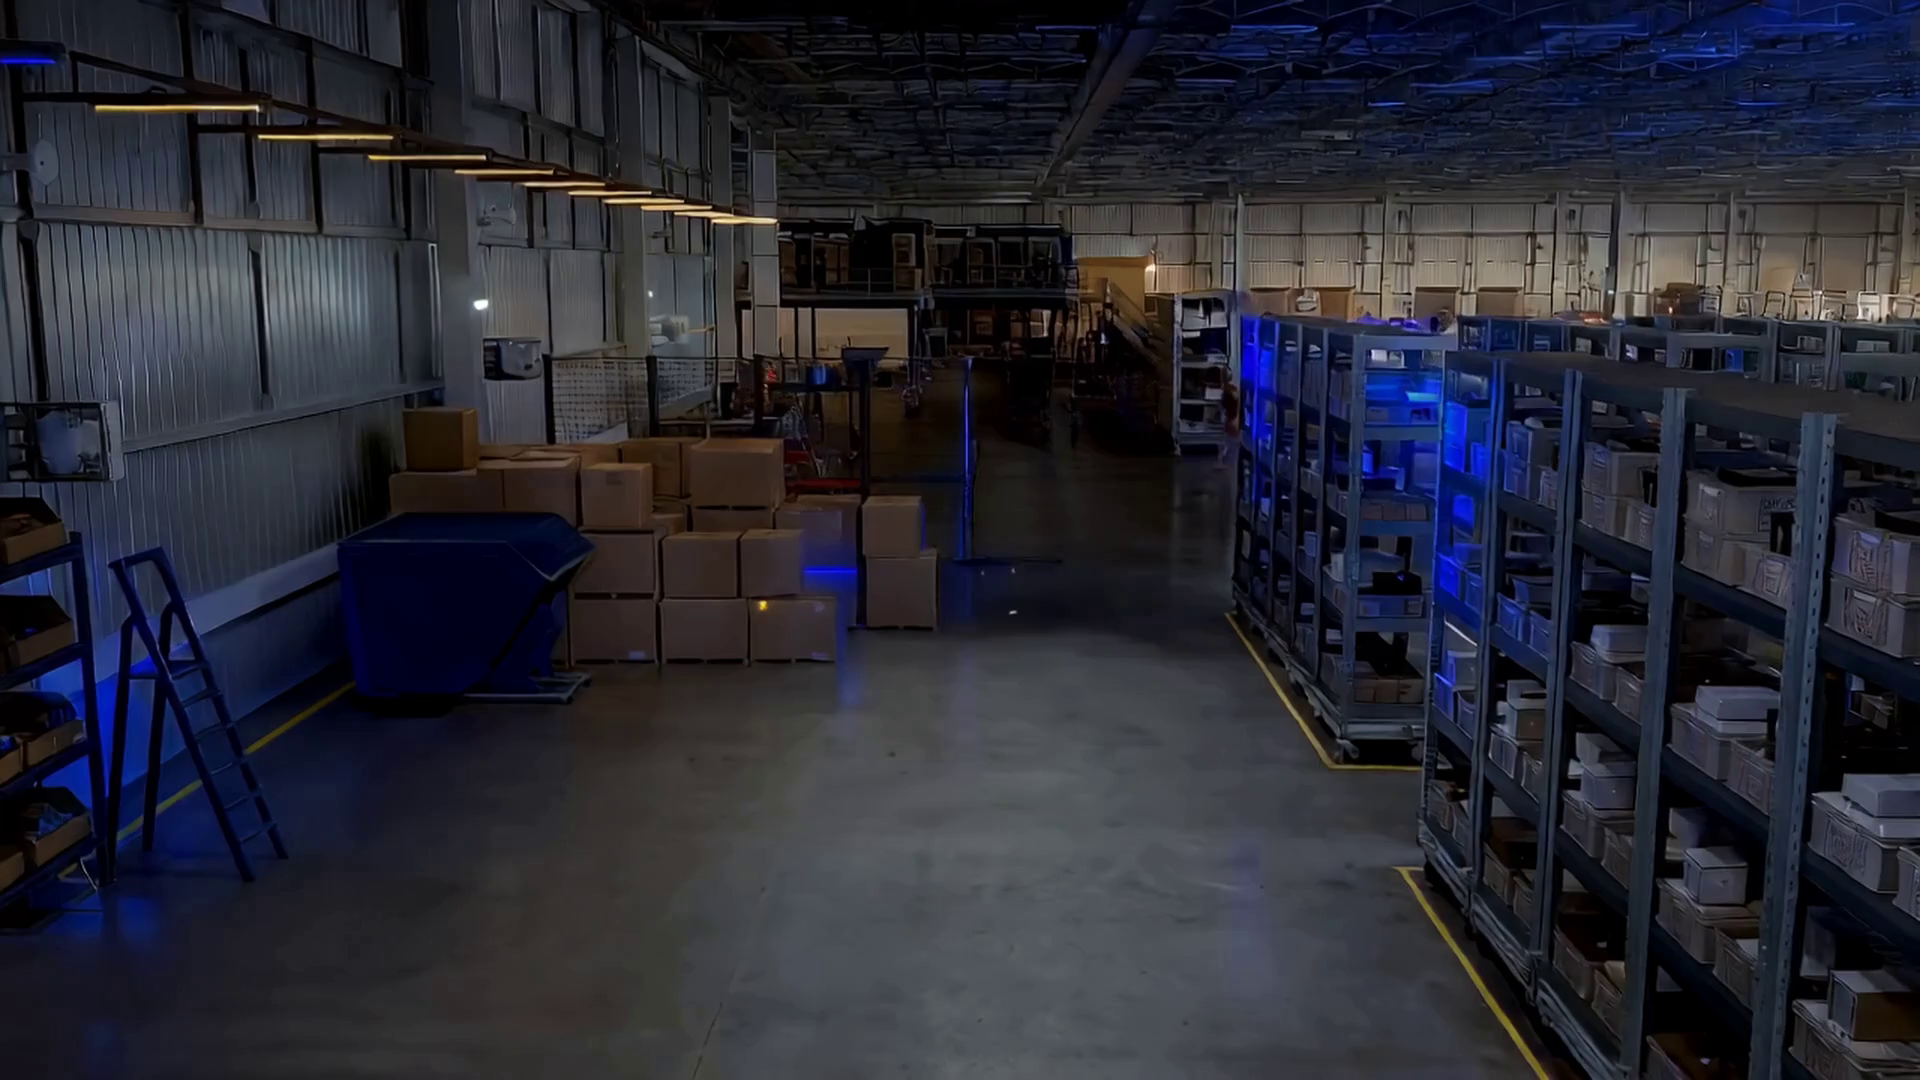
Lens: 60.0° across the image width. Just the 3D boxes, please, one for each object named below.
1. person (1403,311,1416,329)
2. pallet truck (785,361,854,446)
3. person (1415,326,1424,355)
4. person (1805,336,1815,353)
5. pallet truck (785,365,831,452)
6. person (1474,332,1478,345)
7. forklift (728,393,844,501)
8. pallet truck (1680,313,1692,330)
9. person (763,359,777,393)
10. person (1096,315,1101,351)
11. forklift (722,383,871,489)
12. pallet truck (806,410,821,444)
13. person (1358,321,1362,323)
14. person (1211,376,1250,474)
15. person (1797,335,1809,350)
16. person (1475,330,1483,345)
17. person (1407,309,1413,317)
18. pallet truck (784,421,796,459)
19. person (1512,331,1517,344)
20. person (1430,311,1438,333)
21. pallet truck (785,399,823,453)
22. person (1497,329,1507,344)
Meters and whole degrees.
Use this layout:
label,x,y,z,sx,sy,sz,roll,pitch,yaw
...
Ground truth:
label,x,y,z,sx,sy,sz,roll,pitch,yaw
person,24.047,-11.286,89.129,0.657,1.916,0.829,8,12,41
pallet truck,-3.410,-3.193,38.978,1.885,1.965,0.823,0,9,-1
person,18.252,-7.555,66.179,0.846,1.907,0.552,-3,10,-18
person,31.998,-6.960,62.604,0.328,1.872,0.512,-3,10,-16
pallet truck,-3.774,-2.976,37.635,1.885,1.965,0.823,1,9,5
person,20.625,-7.442,66.036,0.910,1.720,0.525,1,9,5
forklift,-2.979,-1.316,26.476,2.680,1.987,1.157,0,9,1
pallet truck,36.315,-10.531,84.244,0.823,1.965,1.885,-6,11,-33
person,-4.956,-3.849,43.370,0.595,1.888,0.649,7,12,38
person,6.856,-10.364,83.568,0.585,1.879,0.337,1,9,6
forklift,-2.893,-1.687,28.729,2.680,1.987,1.157,0,9,-1
pallet truck,-3.559,-2.018,33.905,1.522,1.261,0.704,0,9,-1
person,17.984,-8.919,74.823,0.410,1.823,0.539,-3,10,-20
person,5.490,-2.354,33.850,1.006,2.000,0.604,8,12,41
person,29.992,-6.441,59.238,0.488,1.921,0.569,0,9,-3
person,19.953,-7.203,64.233,0.977,1.820,0.553,3,10,16
person,25.585,-12.172,94.615,0.396,1.918,0.589,5,11,29
pallet truck,-4.013,-1.793,32.705,1.601,1.201,0.680,0,9,1
person,20.007,-6.547,59.758,0.361,1.964,0.613,-4,10,-23
person,26.363,-11.801,92.555,0.430,1.845,0.619,3,10,15
pallet truck,-3.814,-2.432,36.419,1.630,1.274,0.653,0,9,1
person,27.099,-10.307,83.479,0.644,1.787,1.003,-4,10,-22
